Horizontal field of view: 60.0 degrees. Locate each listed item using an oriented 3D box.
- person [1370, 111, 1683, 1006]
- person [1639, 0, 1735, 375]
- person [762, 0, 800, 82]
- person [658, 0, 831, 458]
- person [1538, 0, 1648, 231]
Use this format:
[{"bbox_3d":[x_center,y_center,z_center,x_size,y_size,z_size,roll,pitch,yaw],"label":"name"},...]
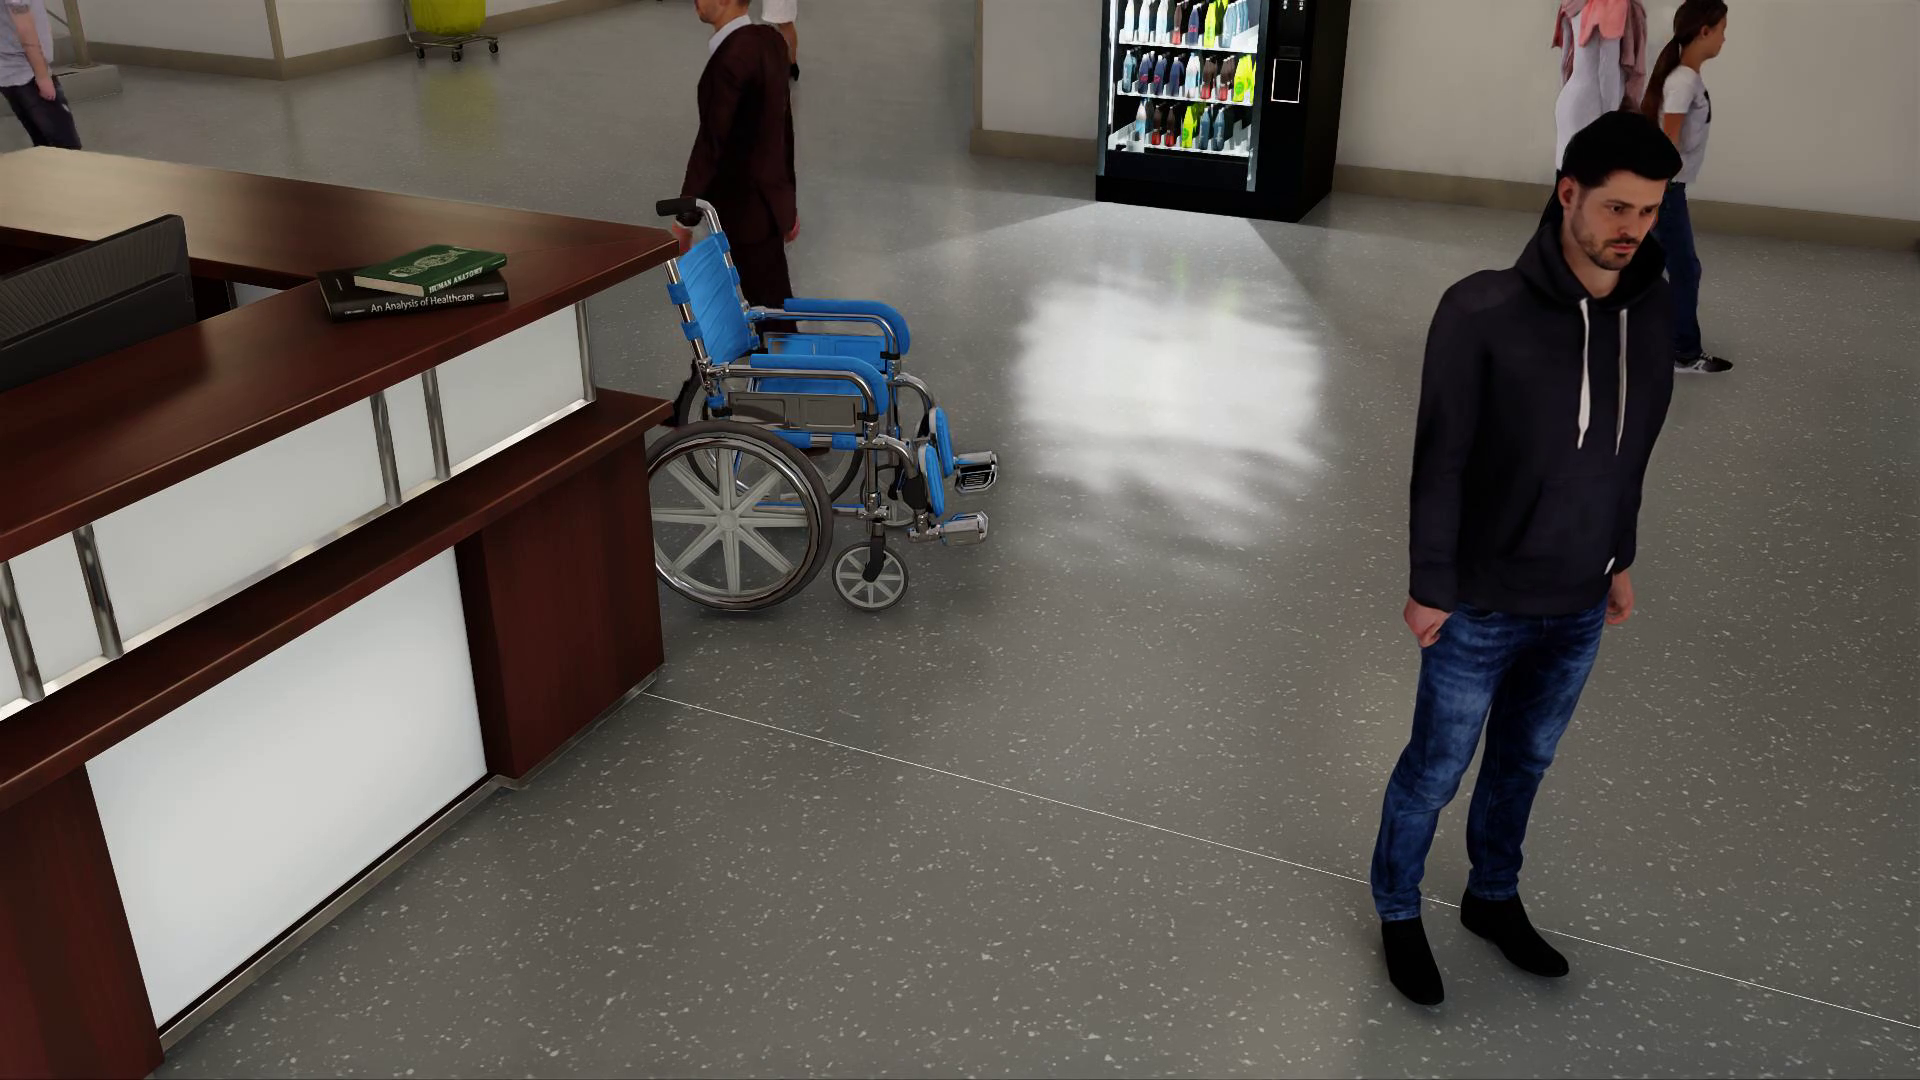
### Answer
[{"bbox_3d":[1.125,0.070,3.362,0.740,1.889,0.813,-8,27,-16],"label":"person"},{"bbox_3d":[2.823,-1.451,6.937,1.100,1.522,0.631,9,27,18],"label":"person"},{"bbox_3d":[-1.406,-4.413,13.043,0.695,1.554,0.649,-7,27,-14],"label":"person"},{"bbox_3d":[-0.665,-1.147,5.949,1.141,1.833,0.919,1,26,3],"label":"person"},{"bbox_3d":[2.861,-1.925,7.598,0.756,1.804,0.734,-2,26,-4],"label":"person"}]
